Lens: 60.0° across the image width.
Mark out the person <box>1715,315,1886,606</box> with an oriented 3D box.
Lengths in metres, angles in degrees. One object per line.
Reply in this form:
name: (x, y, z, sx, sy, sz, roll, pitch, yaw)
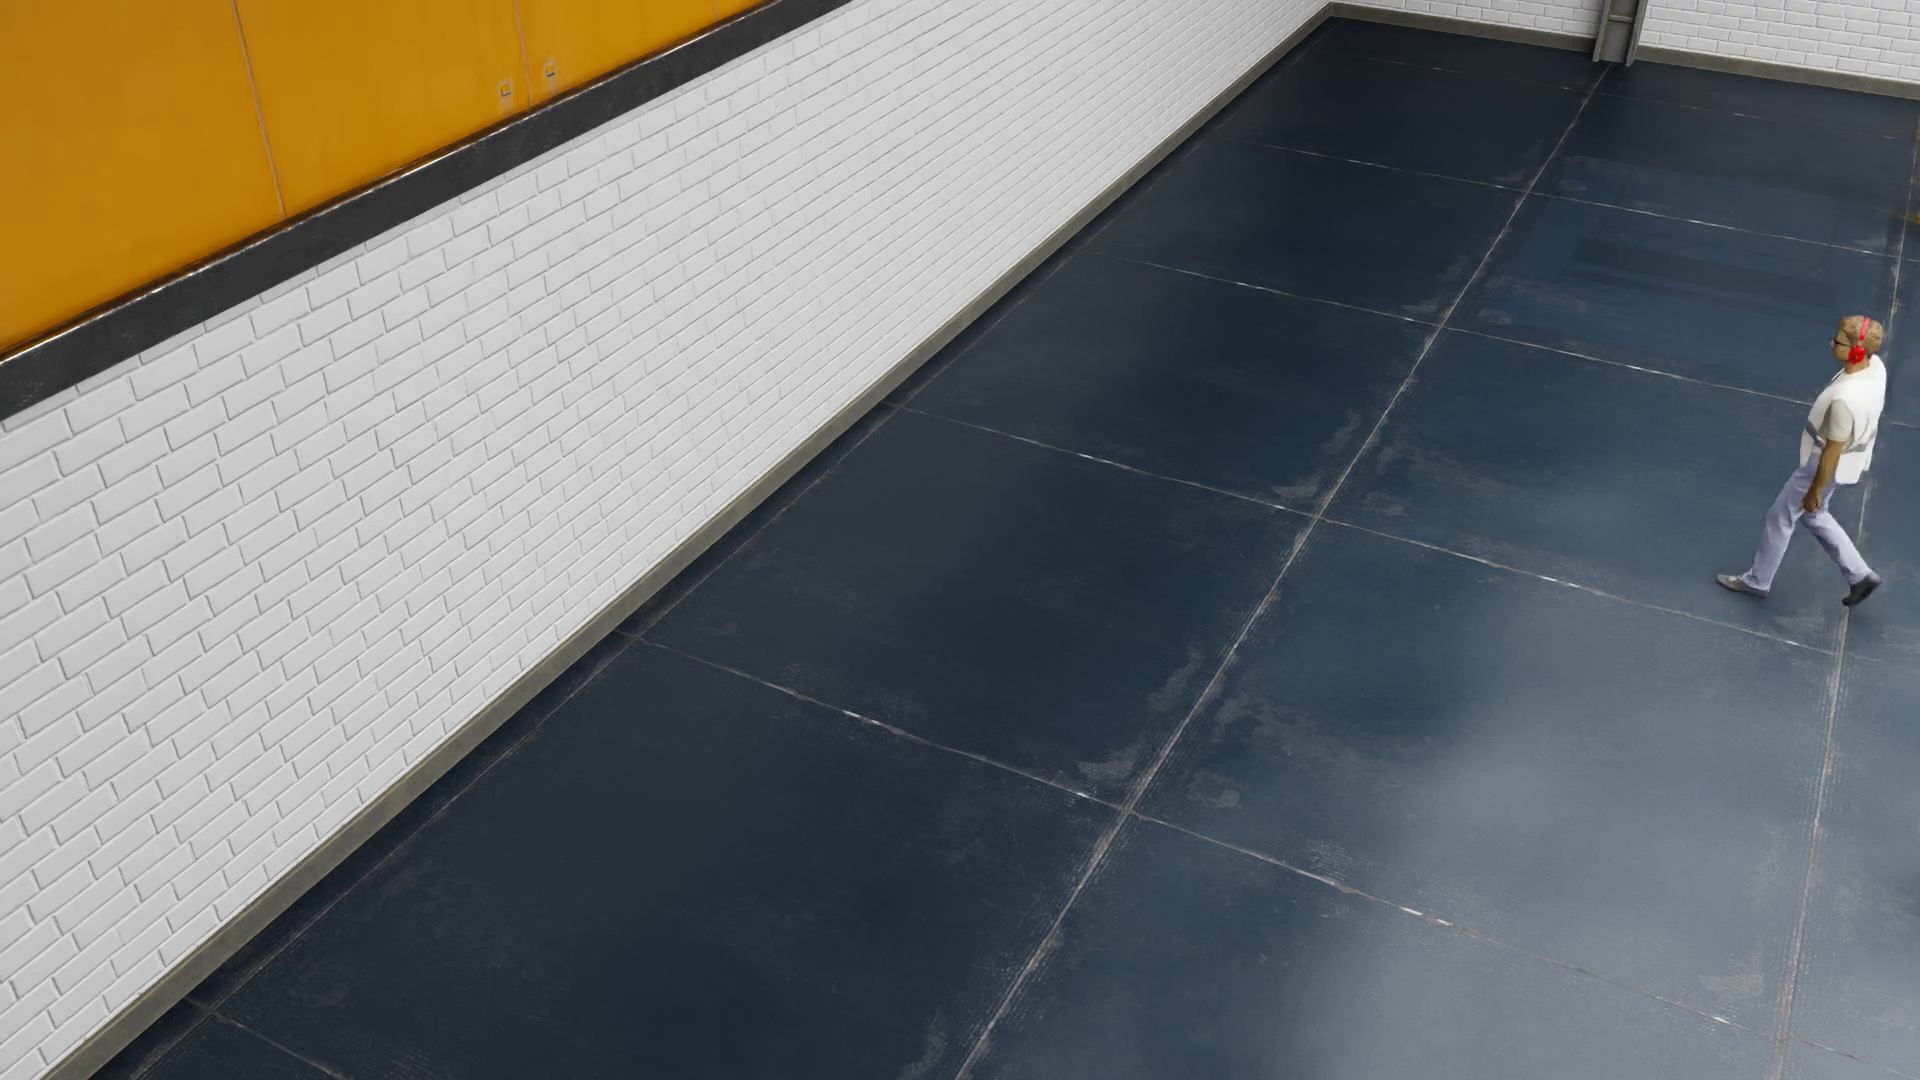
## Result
person: (4.823, -0.394, 9.173, 0.738, 1.818, 0.578, 26, 42, 33)
